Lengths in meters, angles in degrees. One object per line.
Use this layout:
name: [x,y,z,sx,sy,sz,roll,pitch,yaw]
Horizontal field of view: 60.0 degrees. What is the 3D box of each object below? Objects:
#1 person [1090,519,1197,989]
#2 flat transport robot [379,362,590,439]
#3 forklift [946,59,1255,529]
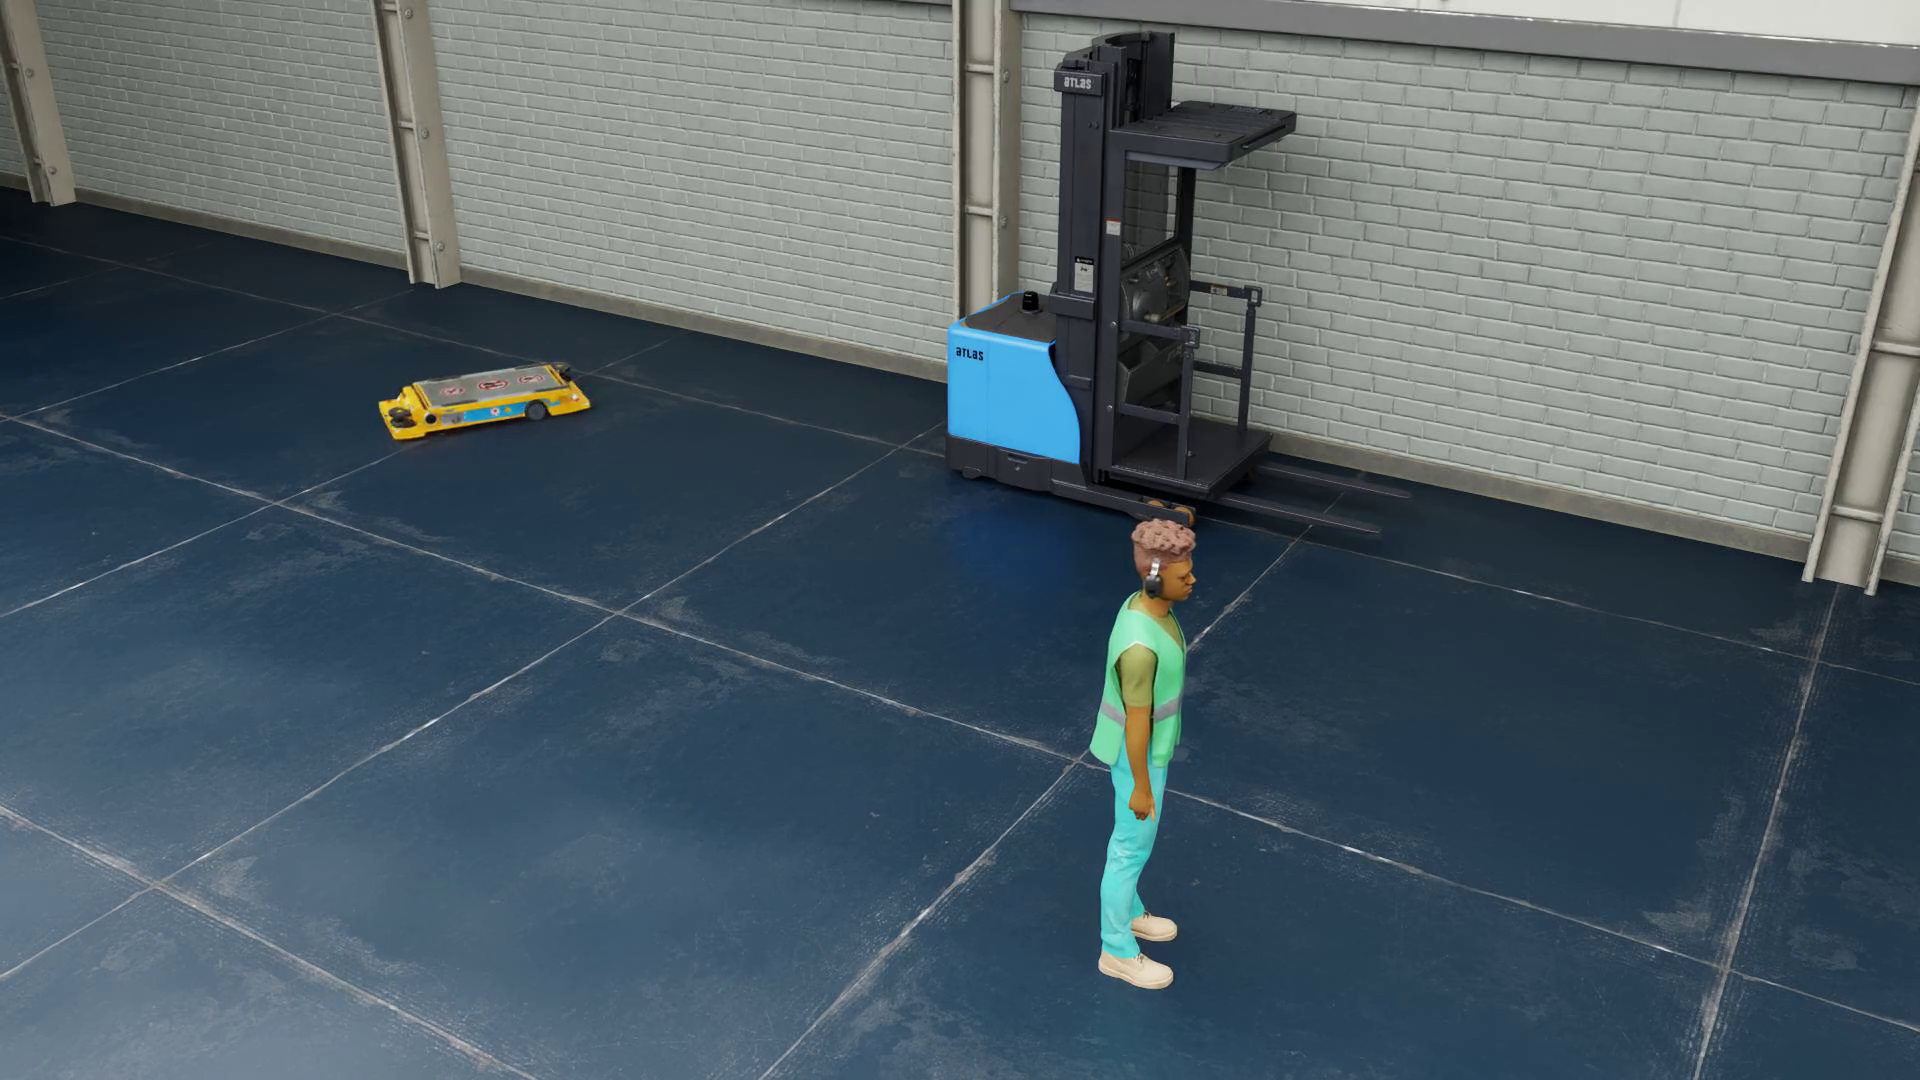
person: [0.709,0.827,6.512,0.388,1.977,0.489,5,26,11]
flat transport robot: [-3.570,-1.048,12.476,1.431,0.231,0.659,-12,28,-23]
forklift: [0.933,-1.707,10.833,1.873,2.768,1.129,15,29,28]
